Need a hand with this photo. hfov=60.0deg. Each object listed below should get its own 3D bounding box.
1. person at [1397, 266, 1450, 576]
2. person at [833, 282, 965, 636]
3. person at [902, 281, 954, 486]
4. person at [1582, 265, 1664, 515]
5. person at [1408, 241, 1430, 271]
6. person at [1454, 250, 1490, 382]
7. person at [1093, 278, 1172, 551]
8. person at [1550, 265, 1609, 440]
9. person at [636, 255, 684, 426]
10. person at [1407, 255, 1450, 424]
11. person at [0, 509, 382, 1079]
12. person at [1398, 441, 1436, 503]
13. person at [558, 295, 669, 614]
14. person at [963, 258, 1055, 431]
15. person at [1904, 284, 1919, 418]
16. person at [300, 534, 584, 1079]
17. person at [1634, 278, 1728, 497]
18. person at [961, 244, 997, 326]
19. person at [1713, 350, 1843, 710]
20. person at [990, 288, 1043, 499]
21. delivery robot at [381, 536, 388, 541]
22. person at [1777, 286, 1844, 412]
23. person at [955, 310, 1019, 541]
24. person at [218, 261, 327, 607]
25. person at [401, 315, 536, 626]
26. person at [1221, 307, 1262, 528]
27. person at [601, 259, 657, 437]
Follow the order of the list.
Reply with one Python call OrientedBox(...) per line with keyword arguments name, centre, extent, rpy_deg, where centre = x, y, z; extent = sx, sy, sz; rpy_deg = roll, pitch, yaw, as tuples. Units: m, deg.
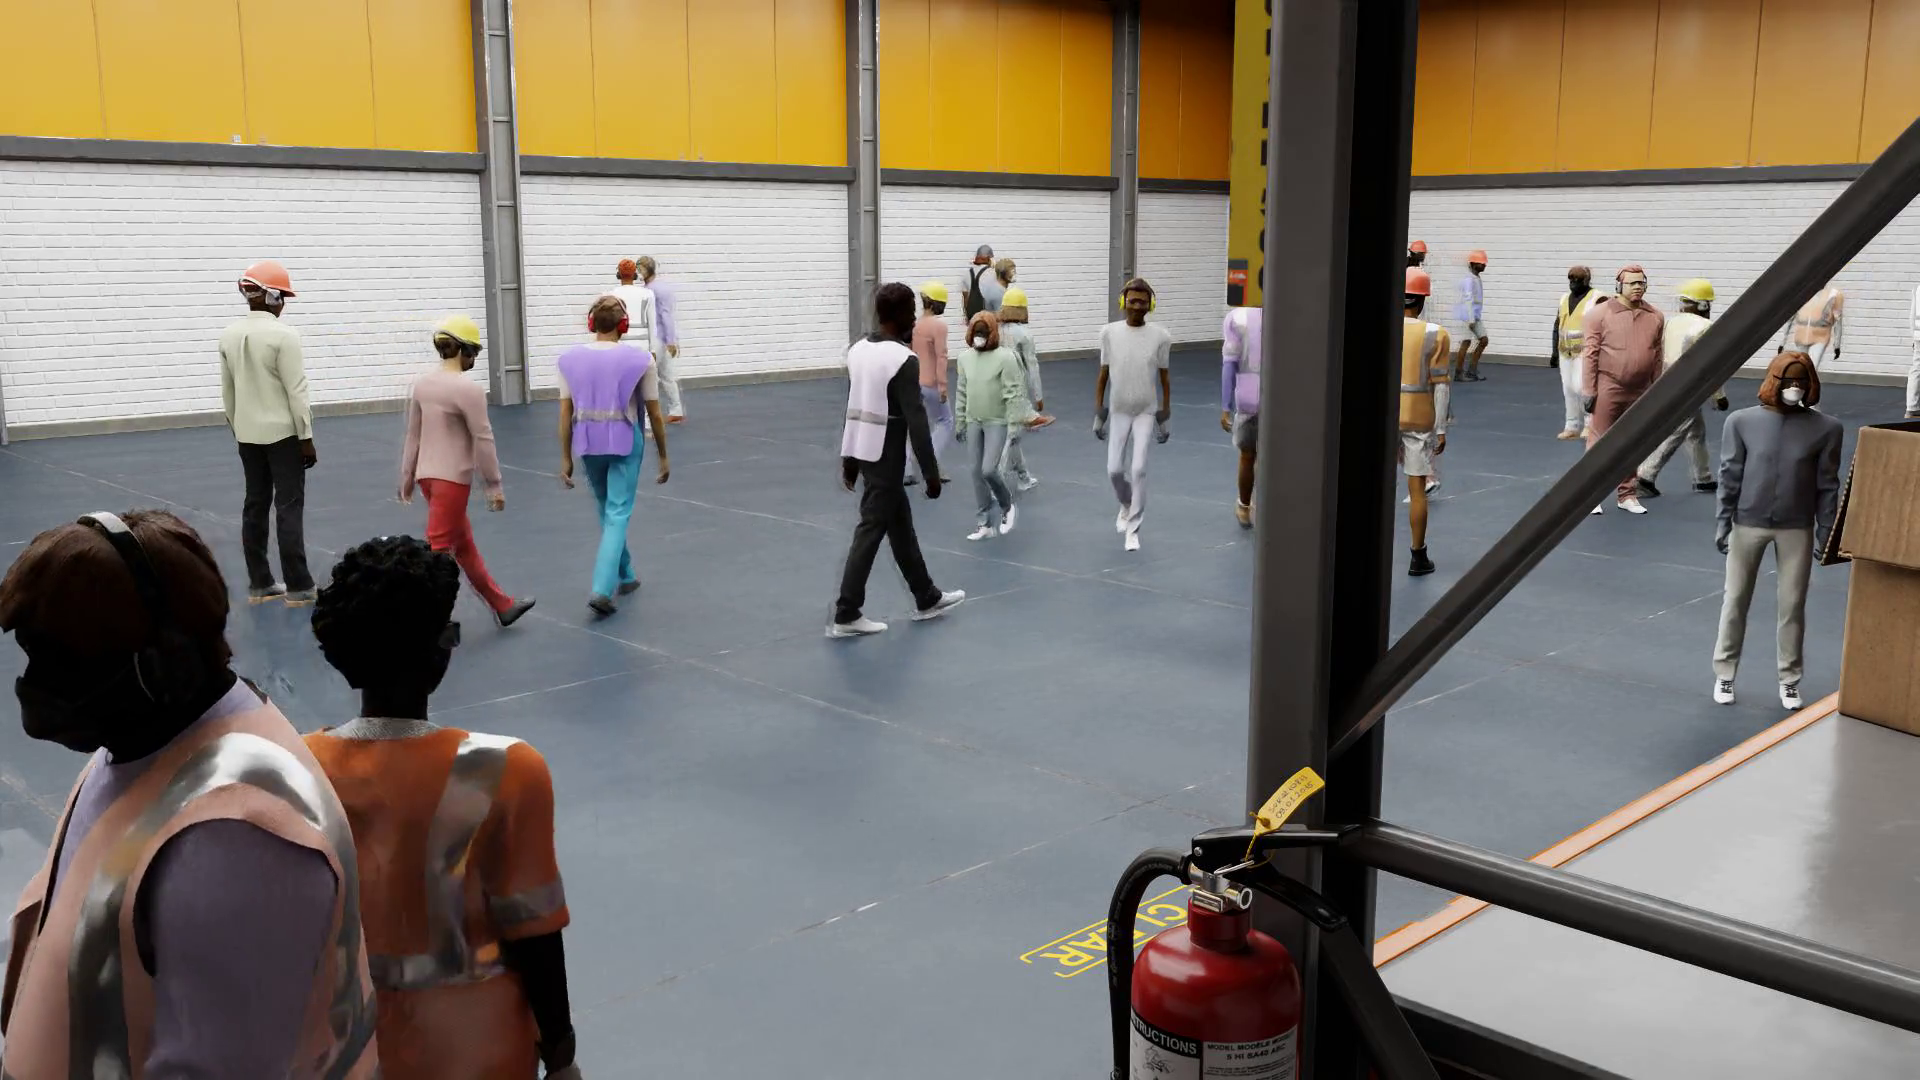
OrientedBox(name="person", centre=(2.797, -0.744, 10.482), extent=(0.550, 1.935, 0.376), rpy_deg=(5, 11, 25))
OrientedBox(name="person", centre=(-0.301, -0.432, 8.951), extent=(0.966, 1.870, 0.612), rpy_deg=(-6, 12, -30))
OrientedBox(name="person", centre=(-0.276, -1.327, 14.183), extent=(0.606, 1.733, 0.648), rpy_deg=(-9, 14, -41))
OrientedBox(name="person", centre=(5.087, -1.144, 12.748), extent=(0.638, 1.910, 0.407), rpy_deg=(-1, 10, -6))
OrientedBox(name="person", centre=(7.399, -3.836, 27.059), extent=(0.393, 2.041, 0.614), rpy_deg=(-2, 11, -12))
OrientedBox(name="person", centre=(7.467, -3.233, 24.114), extent=(0.581, 1.913, 0.567), rpy_deg=(7, 12, 33))
OrientedBox(name="person", centre=(1.190, -0.866, 11.395), extent=(0.542, 1.844, 0.521), rpy_deg=(2, 11, 10))
OrientedBox(name="person", centre=(6.418, -1.932, 17.266), extent=(0.442, 1.824, 0.638), rpy_deg=(-5, 12, -27))
OrientedBox(name="person", centre=(-3.511, -2.200, 18.507), extent=(0.934, 1.899, 0.657), rpy_deg=(-6, 12, -29))
OrientedBox(name="person", centre=(5.007, -2.198, 18.499), extent=(1.063, 1.911, 0.615), rpy_deg=(0, 10, 0))
OrientedBox(name="person", centre=(-0.952, 0.849, 2.137), extent=(0.461, 1.817, 0.628), rpy_deg=(-7, 13, -34))
OrientedBox(name="person", centre=(3.348, -1.192, 13.160), extent=(0.992, 1.856, 0.646), rpy_deg=(0, 10, -1))
OrientedBox(name="person", centre=(-1.994, -0.499, 9.536), extent=(0.586, 1.801, 0.969), rpy_deg=(1, 10, 8))
OrientedBox(name="person", centre=(0.490, -2.100, 18.035), extent=(1.039, 1.882, 0.628), rpy_deg=(2, 11, 10))
OrientedBox(name="person", centre=(11.232, -2.324, 19.237), extent=(0.356, 1.887, 0.573), rpy_deg=(-2, 11, -9))
OrientedBox(name="person", centre=(-0.873, 0.830, 2.573), extent=(0.531, 1.680, 0.608), rpy_deg=(3, 11, 17))
OrientedBox(name="person", centre=(5.918, -1.236, 13.591), extent=(0.950, 1.792, 0.582), rpy_deg=(-1, 10, -8))
OrientedBox(name="person", centre=(0.321, -3.441, 24.909), extent=(0.687, 2.000, 0.831), rpy_deg=(10, 14, 43))
OrientedBox(name="person", centre=(3.679, -0.043, 7.516), extent=(0.501, 1.630, 0.273), rpy_deg=(4, 11, 22))
OrientedBox(name="person", centre=(0.452, -1.208, 13.663), extent=(0.495, 1.696, 0.811), rpy_deg=(9, 14, 42))
OrientedBox(name="delivery robot", centre=(-2.997, 0.225, 8.714), extent=(0.477, 0.478, 0.707), rpy_deg=(-4, 11, -19))
OrientedBox(name="person", centre=(9.879, -2.329, 19.346), extent=(1.045, 1.856, 0.623), rpy_deg=(-9, 14, -41))
OrientedBox(name="person", centre=(0.175, -0.794, 11.603), extent=(0.525, 1.618, 0.367), rpy_deg=(8, 13, 36))
OrientedBox(name="person", centre=(-3.950, -0.605, 9.591), extent=(0.610, 1.986, 0.393), rpy_deg=(5, 11, 25))
OrientedBox(name="person", centre=(-2.614, -0.309, 8.706), extent=(0.556, 1.705, 0.911), rpy_deg=(9, 13, 39))
OrientedBox(name="person", centre=(2.150, -0.991, 11.716), extent=(0.621, 1.981, 1.086), rpy_deg=(1, 10, 6))
OrientedBox(name="person", centre=(-3.481, -2.012, 17.550), extent=(0.575, 1.882, 0.361), rpy_deg=(-3, 11, -15))
